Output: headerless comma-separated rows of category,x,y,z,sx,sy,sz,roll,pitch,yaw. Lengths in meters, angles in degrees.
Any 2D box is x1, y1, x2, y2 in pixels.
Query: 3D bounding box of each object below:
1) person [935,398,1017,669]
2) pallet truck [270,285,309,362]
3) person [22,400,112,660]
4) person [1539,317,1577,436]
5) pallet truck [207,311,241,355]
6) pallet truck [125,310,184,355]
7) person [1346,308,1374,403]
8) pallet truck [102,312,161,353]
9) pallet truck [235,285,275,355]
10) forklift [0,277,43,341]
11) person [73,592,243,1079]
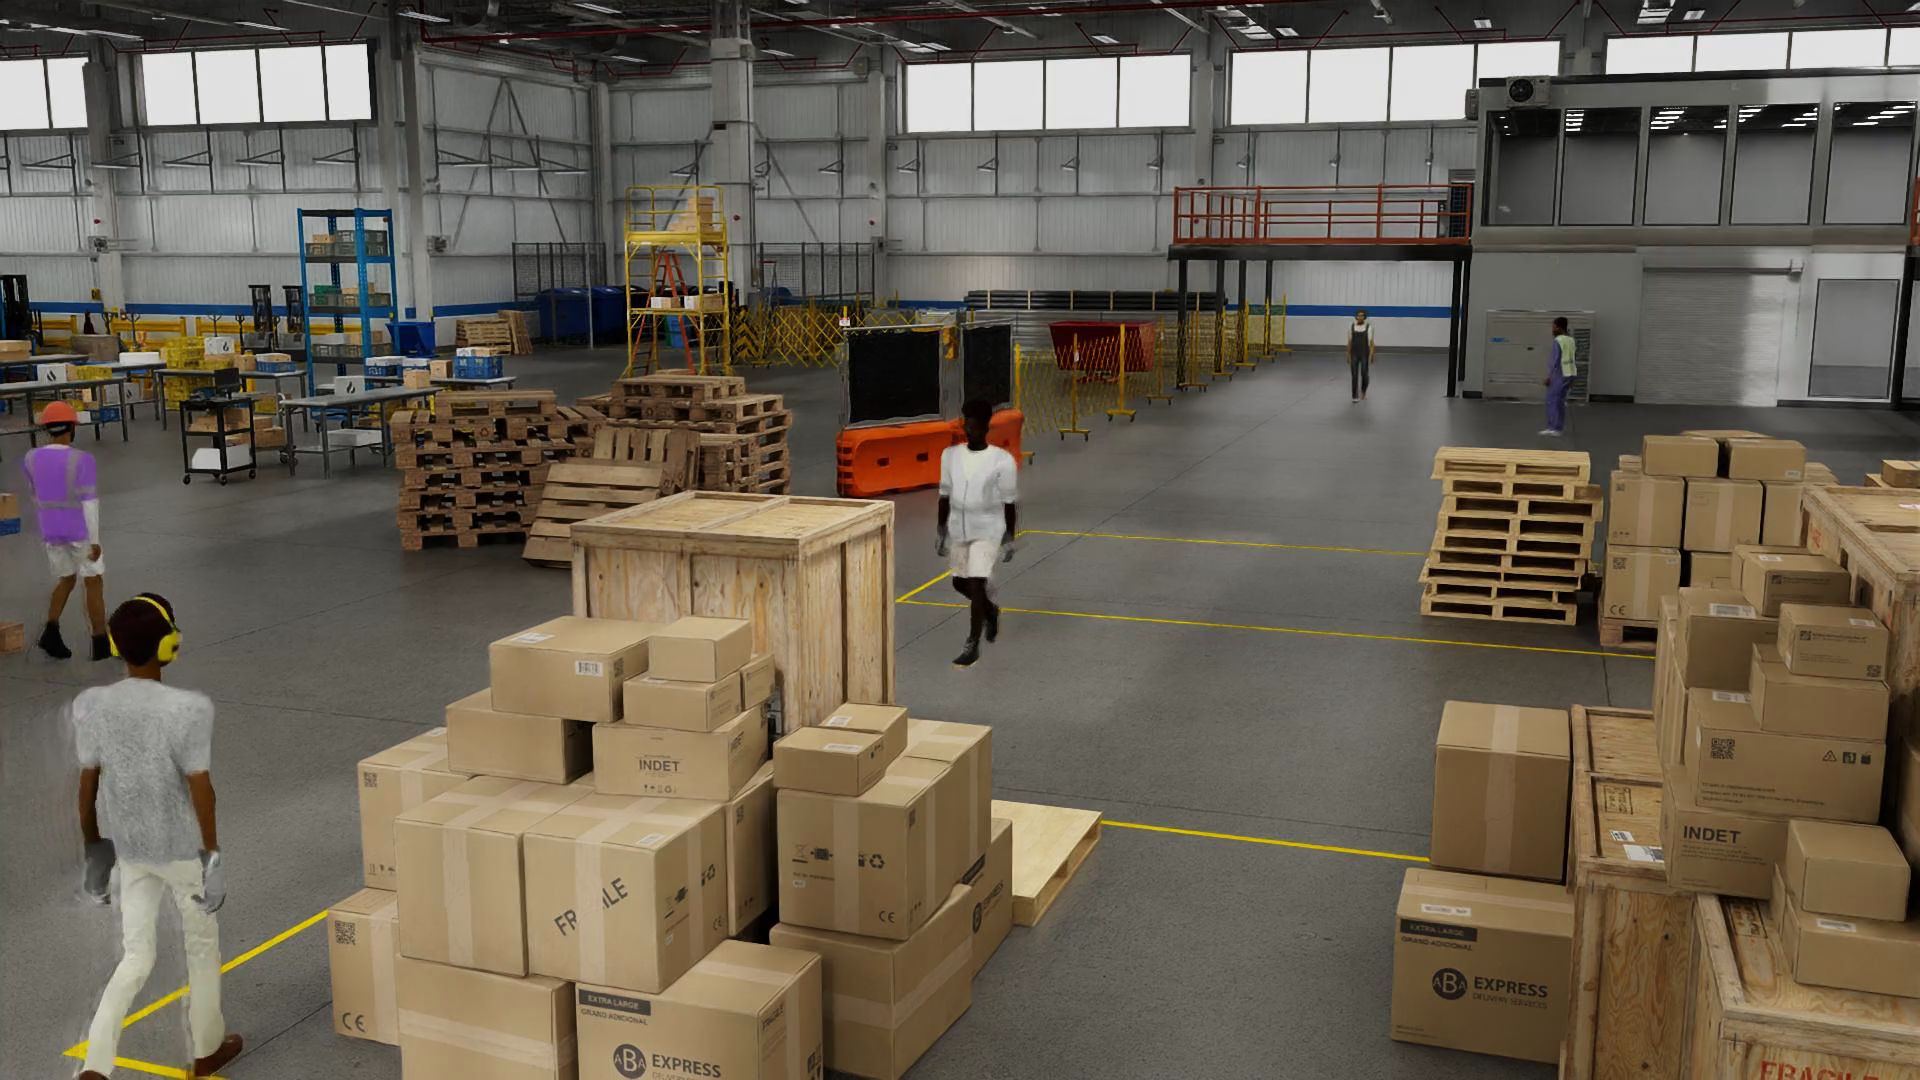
person,0.143,-0.080,12.169,0.615,1.946,0.811,6,12,30
pallet truck,-17.147,-5.700,43.663,0.823,1.965,1.885,3,11,17
person,-6.517,-0.058,12.127,0.558,1.910,0.556,1,10,6
person,9.524,-2.582,26.387,0.652,1.894,0.500,-10,14,-44
pallet truck,-19.537,-5.575,44.913,0.653,1.274,1.630,3,11,19
pallet truck,-22.038,-5.665,45.457,0.704,1.261,1.522,3,11,17
person,7.741,-3.574,32.169,0.513,1.828,0.641,3,11,18
pallet truck,-23.057,-5.777,46.261,0.680,1.201,1.601,3,11,19
pallet truck,-18.327,-5.835,44.421,0.823,1.965,1.885,4,11,23
forklift,-27.151,-6.329,46.328,1.157,1.987,2.680,3,11,17
person,-2.826,1.104,5.782,0.522,1.848,0.804,1,10,3
